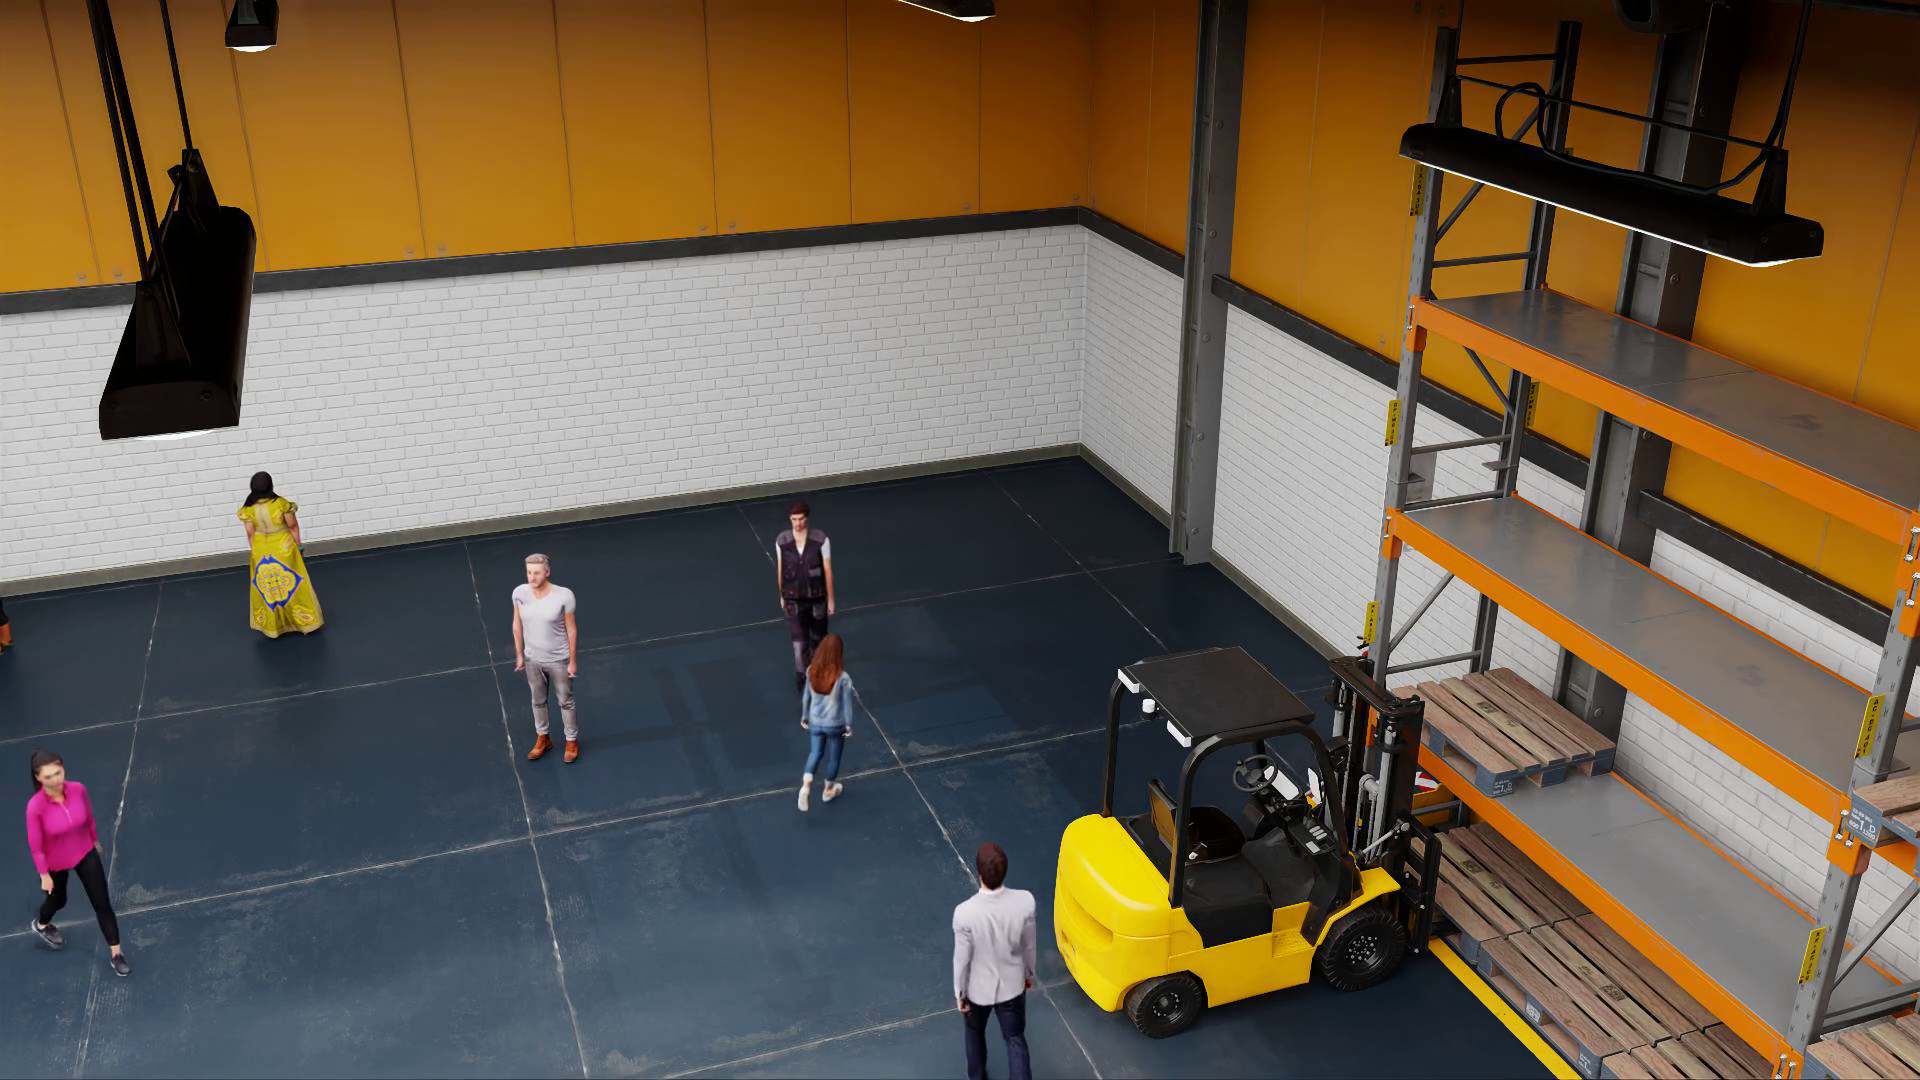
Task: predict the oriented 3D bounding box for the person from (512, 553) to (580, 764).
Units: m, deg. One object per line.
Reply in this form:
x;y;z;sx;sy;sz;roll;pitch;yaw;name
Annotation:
-3.356;0.936;13.557;0.769;1.832;0.734;3;24;6;person

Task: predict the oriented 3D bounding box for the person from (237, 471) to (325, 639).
-6.420;0.133;15.611;0.892;1.660;0.825;-5;24;-10;person

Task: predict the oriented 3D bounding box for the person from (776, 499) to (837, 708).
-1.347;0.476;14.638;0.909;1.810;1.263;-2;24;-4;person

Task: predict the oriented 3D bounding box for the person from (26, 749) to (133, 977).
-6.002;2.114;11.080;1.217;1.659;1.047;14;27;29;person

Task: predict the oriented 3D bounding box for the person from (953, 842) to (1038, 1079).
0.221;2.634;9.683;0.767;1.825;1.099;-5;24;-12;person

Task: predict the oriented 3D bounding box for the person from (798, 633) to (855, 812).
-1.056;1.442;12.861;0.857;1.464;0.926;8;25;17;person
